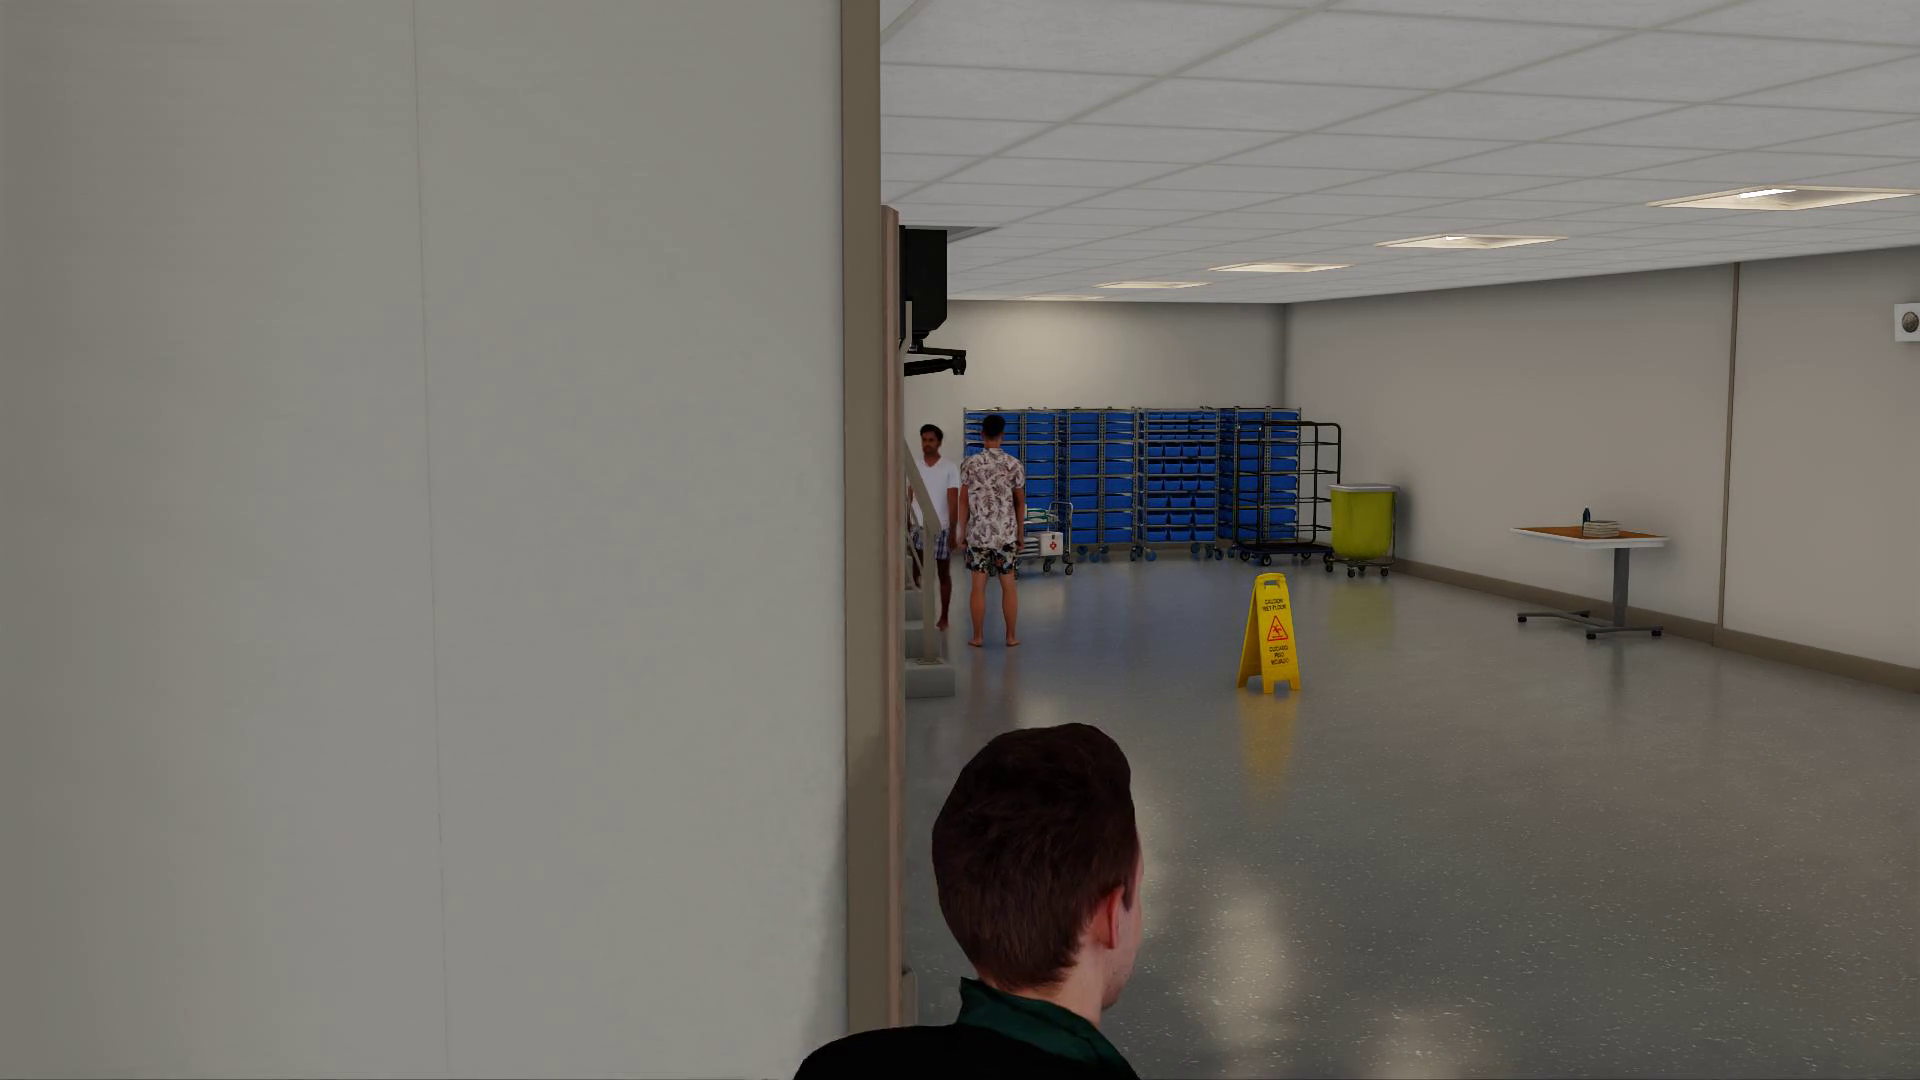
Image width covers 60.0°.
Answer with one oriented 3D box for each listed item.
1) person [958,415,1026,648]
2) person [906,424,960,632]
[{"bbox_3d":[0.252,-0.075,13.066,0.725,1.811,0.639,0,6,-1],"label":"person"},{"bbox_3d":[-0.198,-0.093,13.744,0.946,1.712,1.023,2,6,21],"label":"person"}]
